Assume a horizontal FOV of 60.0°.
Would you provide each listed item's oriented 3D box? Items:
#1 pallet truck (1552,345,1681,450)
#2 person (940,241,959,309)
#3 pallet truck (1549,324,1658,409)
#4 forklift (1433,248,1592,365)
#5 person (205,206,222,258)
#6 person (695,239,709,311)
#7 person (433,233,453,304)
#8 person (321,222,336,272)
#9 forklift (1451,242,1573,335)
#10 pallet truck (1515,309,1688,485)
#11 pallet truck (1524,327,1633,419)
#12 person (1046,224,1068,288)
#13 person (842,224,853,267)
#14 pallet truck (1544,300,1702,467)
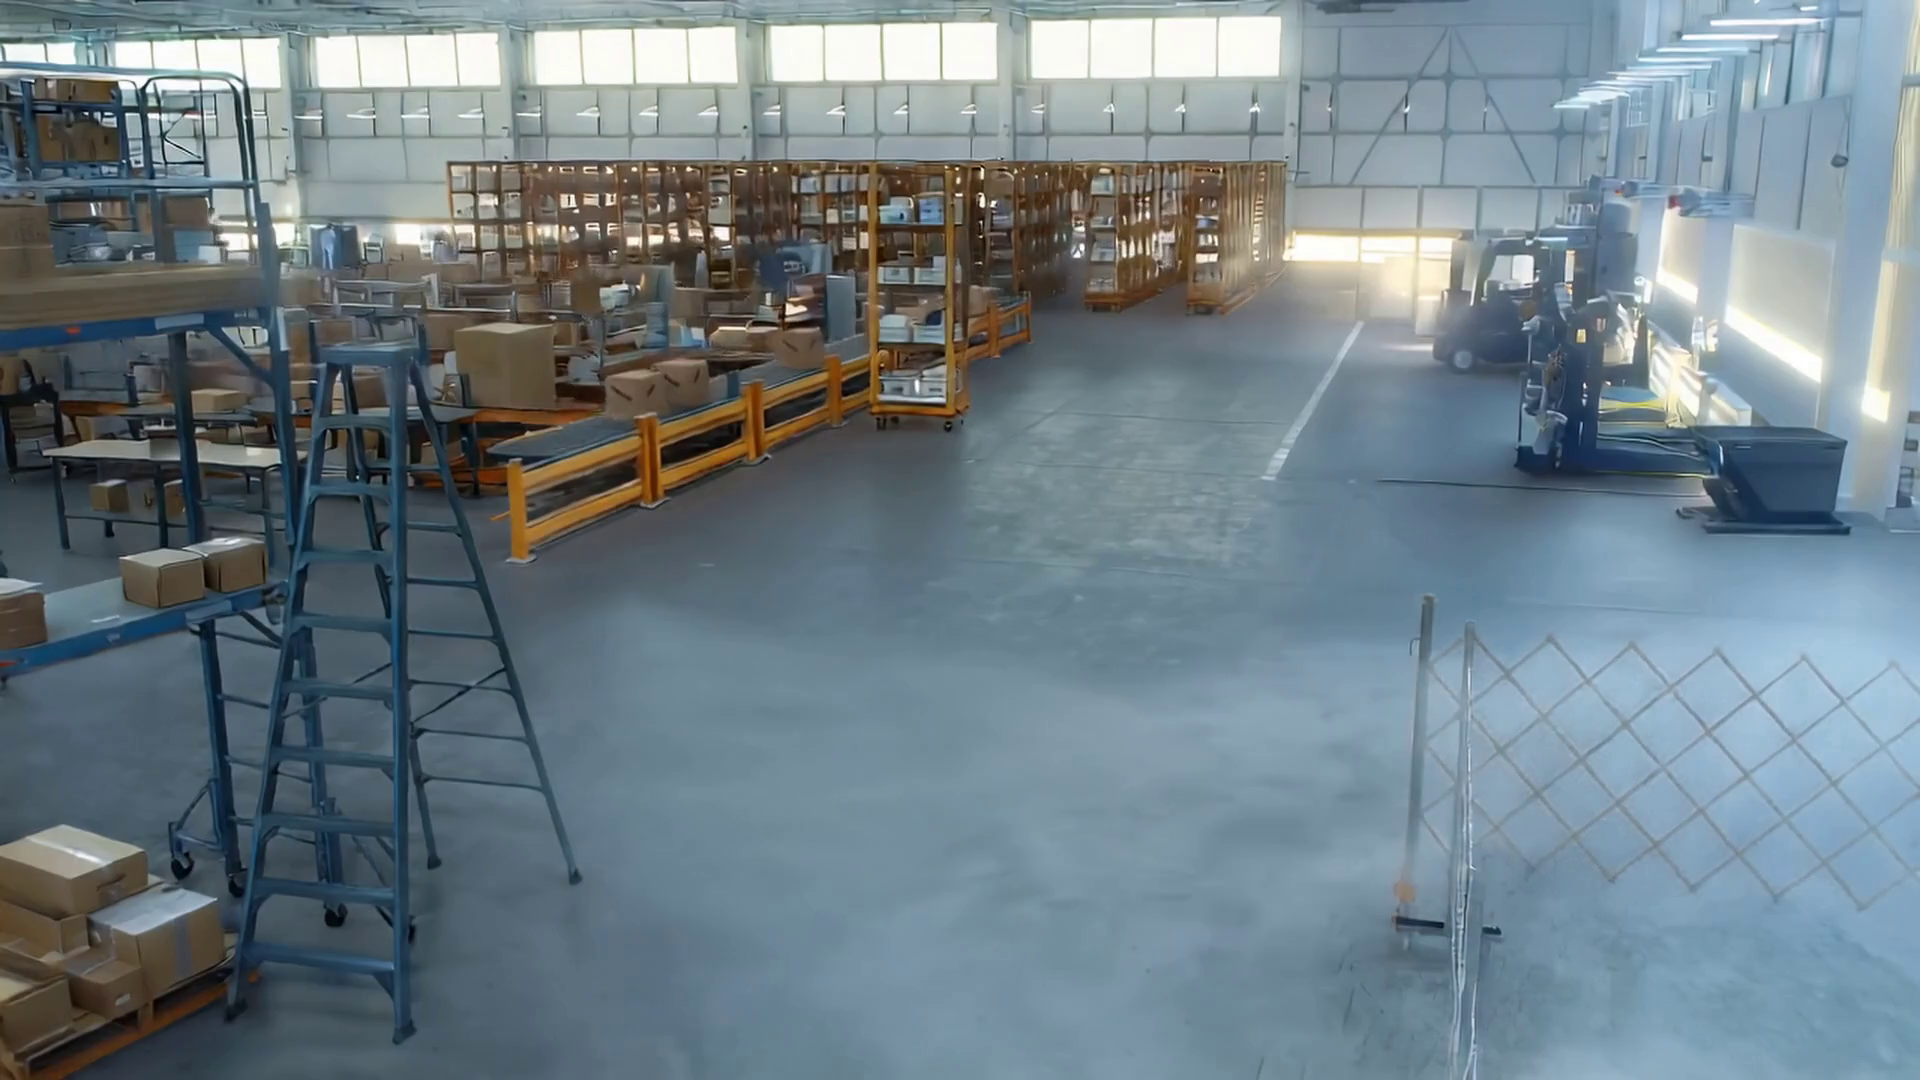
[{"bbox_3d":[8.641,-1.896,21.908,1.630,1.274,0.653,4,14,16],"label":"pallet truck"},{"bbox_3d":[-0.242,-6.024,38.608,0.665,1.824,0.568,6,14,25],"label":"person"},{"bbox_3d":[9.824,-2.669,25.407,1.601,1.201,0.680,4,14,16],"label":"pallet truck"},{"bbox_3d":[9.780,-4.111,29.280,2.680,1.987,1.157,3,13,14],"label":"forklift"},{"bbox_3d":[-27.531,-11.293,61.147,0.639,1.914,0.814,5,14,20],"label":"person"},{"bbox_3d":[-6.283,-6.426,40.462,0.309,1.769,0.524,1,13,4],"label":"person"},{"bbox_3d":[-13.293,-6.968,42.684,0.459,1.816,0.623,4,14,19],"label":"person"},{"bbox_3d":[-20.699,-9.603,54.497,0.530,1.626,0.322,3,13,14],"label":"person"},{"bbox_3d":[10.464,-4.597,31.405,2.680,1.987,1.157,4,14,16],"label":"forklift"},{"bbox_3d":[7.554,-1.677,19.446,1.885,1.965,0.823,3,13,14],"label":"pallet truck"},{"bbox_3d":[9.065,-2.460,24.370,1.522,1.261,0.704,3,13,14],"label":"pallet truck"},{"bbox_3d":[2.715,-8.206,47.758,1.018,1.952,0.606,4,14,16],"label":"person"},{"bbox_3d":[-3.384,-8.692,49.729,0.416,2.008,0.654,6,14,23],"label":"person"},{"bbox_3d":[8.263,-1.952,20.631,1.885,1.965,0.823,5,14,20],"label":"pallet truck"}]
